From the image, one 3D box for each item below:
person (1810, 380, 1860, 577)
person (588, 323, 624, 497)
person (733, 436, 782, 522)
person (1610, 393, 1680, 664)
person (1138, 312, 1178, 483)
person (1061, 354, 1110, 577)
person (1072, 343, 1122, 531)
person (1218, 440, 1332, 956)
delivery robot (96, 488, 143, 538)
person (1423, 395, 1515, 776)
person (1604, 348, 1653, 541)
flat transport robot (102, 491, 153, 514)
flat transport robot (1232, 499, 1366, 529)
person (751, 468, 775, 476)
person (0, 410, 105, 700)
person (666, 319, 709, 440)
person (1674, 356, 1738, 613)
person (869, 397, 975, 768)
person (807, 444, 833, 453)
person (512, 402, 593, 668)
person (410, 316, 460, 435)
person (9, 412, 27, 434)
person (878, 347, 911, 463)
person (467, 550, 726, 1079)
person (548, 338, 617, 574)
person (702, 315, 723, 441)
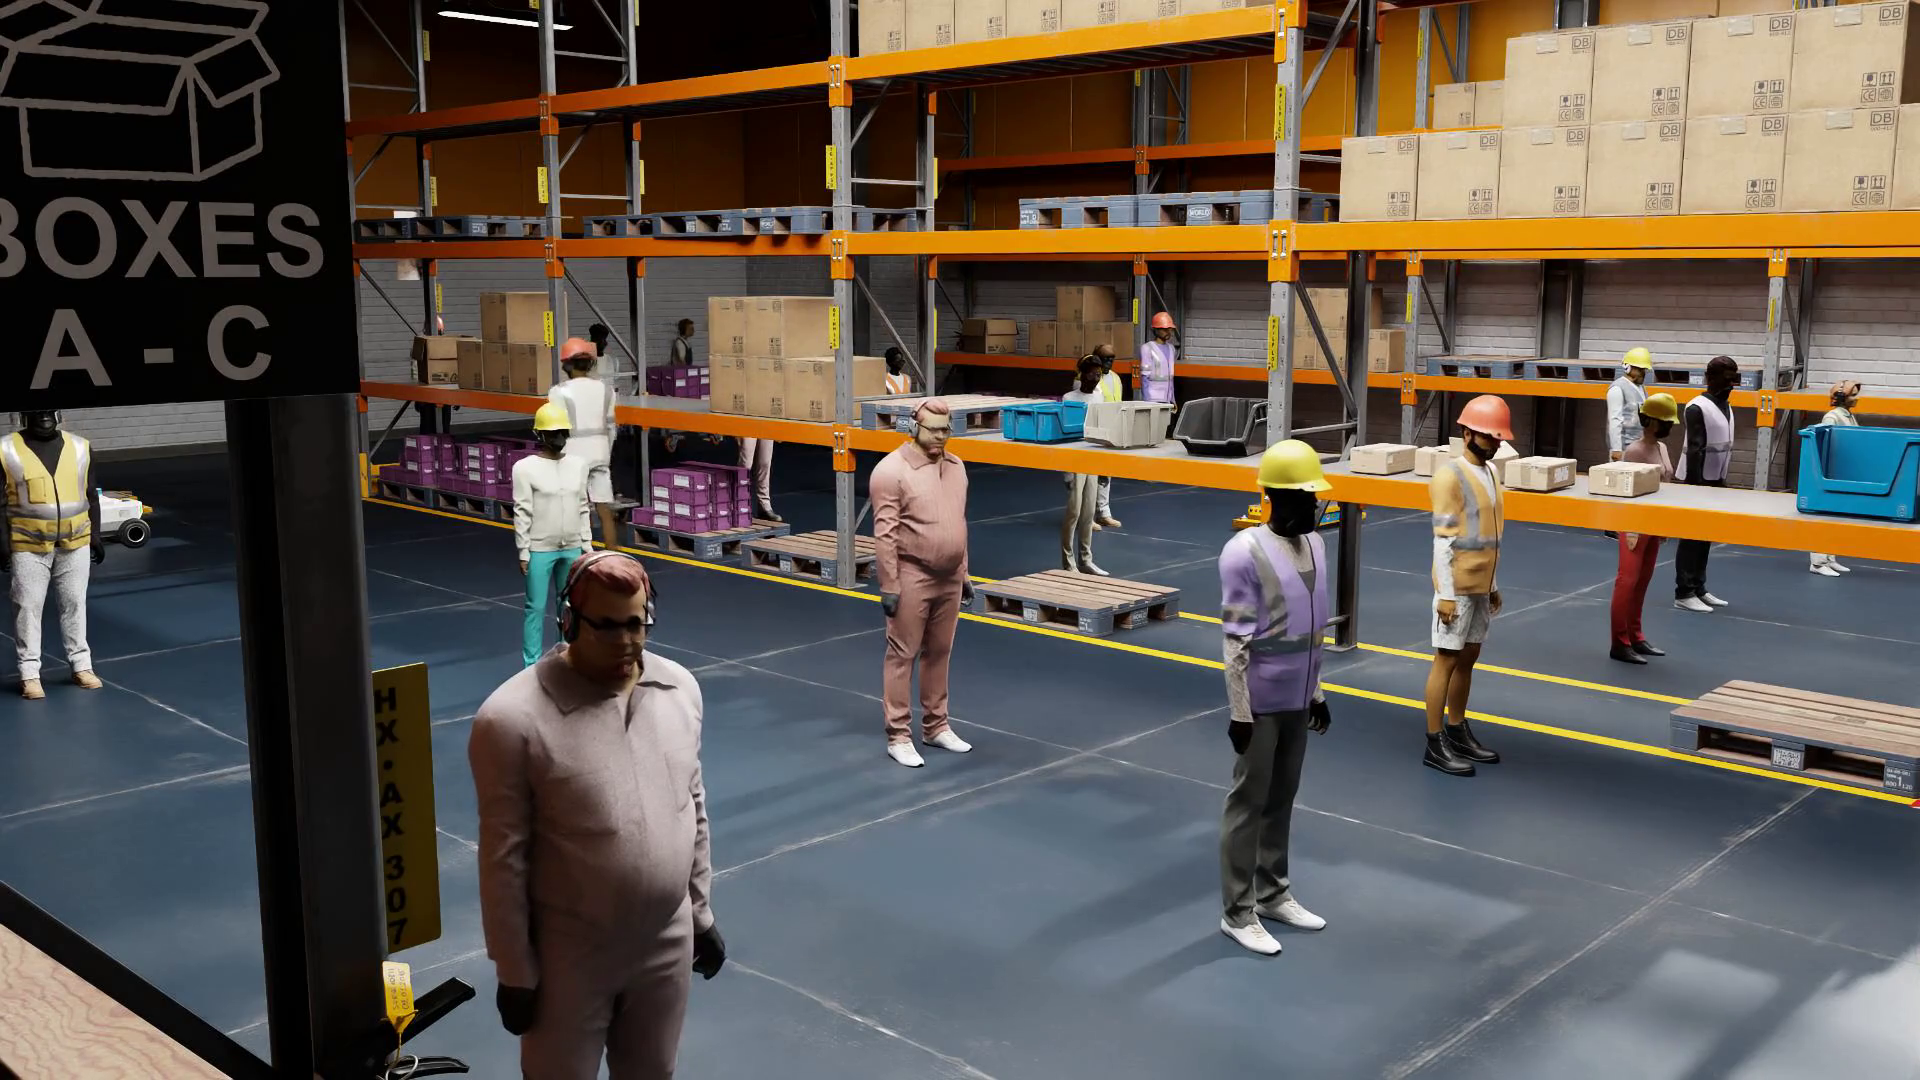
[{"bbox_3d":[7.340,-0.522,13.932,0.311,1.642,0.514,9,13,44],"label":"person"},{"bbox_3d":[-4.017,-1.426,18.504,0.380,1.958,0.602,9,13,44],"label":"person"},{"bbox_3d":[-2.032,-1.146,16.707,0.393,1.985,0.610,9,13,44],"label":"person"},{"bbox_3d":[4.490,-0.080,10.870,0.328,1.760,0.524,9,13,44],"label":"person"},{"bbox_3d":[2.399,-1.706,19.961,0.379,2.045,0.605,9,13,44],"label":"person"},{"bbox_3d":[1.040,-0.598,13.726,0.327,1.865,0.520,9,13,44],"label":"person"},{"bbox_3d":[1.385,-1.014,16.359,0.429,1.837,0.620,9,13,44],"label":"person"},{"bbox_3d":[1.211,0.579,6.307,0.371,1.929,0.585,9,13,44],"label":"person"},{"bbox_3d":[-7.874,-0.229,15.175,0.477,0.478,0.707,9,13,43],"label":"delivery robot"},{"bbox_3d":[2.608,0.225,8.482,0.374,1.928,0.543,9,13,44],"label":"person"},{"bbox_3d":[6.317,-0.901,15.704,0.403,1.822,0.588,9,13,44],"label":"person"},{"bbox_3d":[-9.076,-0.321,16.894,0.652,0.197,1.431,9,13,43],"label":"flat transport robot"},{"bbox_3d":[3.385,-0.262,16.528,0.652,0.197,1.431,9,13,43],"label":"flat transport robot"},{"bbox_3d":[-2.521,-1.761,20.656,0.374,1.928,0.543,9,13,44],"label":"person"},{"bbox_3d":[-5.475,0.019,10.006,0.429,1.845,0.620,9,13,44],"label":"person"},{"bbox_3d":[-4.029,-2.379,24.794,0.861,1.806,0.502,1,9,9],"label":"person"},{"bbox_3d":[5.606,-0.425,12.510,0.390,1.913,0.588,9,13,44],"label":"person"},{"bbox_3d":[-0.163,0.210,8.661,0.406,1.902,0.638,9,13,44],"label":"person"},{"bbox_3d":[-1.945,-2.117,23.231,0.892,1.787,0.600,7,12,38],"label":"person"},{"bbox_3d":[-2.432,0.055,10.010,0.316,1.769,0.524,9,13,44],"label":"person"},{"bbox_3d":[-6.473,-1.776,20.540,0.378,1.996,0.610,9,13,44],"label":"person"},{"bbox_3d":[-10.251,-1.208,18.317,0.800,1.585,0.504,-6,11,-32],"label":"person"},{"bbox_3d":[-0.735,-1.305,18.562,0.320,1.698,0.531,9,13,44],"label":"person"},{"bbox_3d":[-0.838,0.965,4.028,0.406,1.902,0.638,9,13,44],"label":"person"},{"bbox_3d":[-3.123,-0.649,13.630,0.635,1.988,1.045,-8,12,-40],"label":"person"},{"bbox_3d":[-3.476,-2.395,24.629,0.647,1.900,0.600,-1,9,-7],"label":"person"}]
